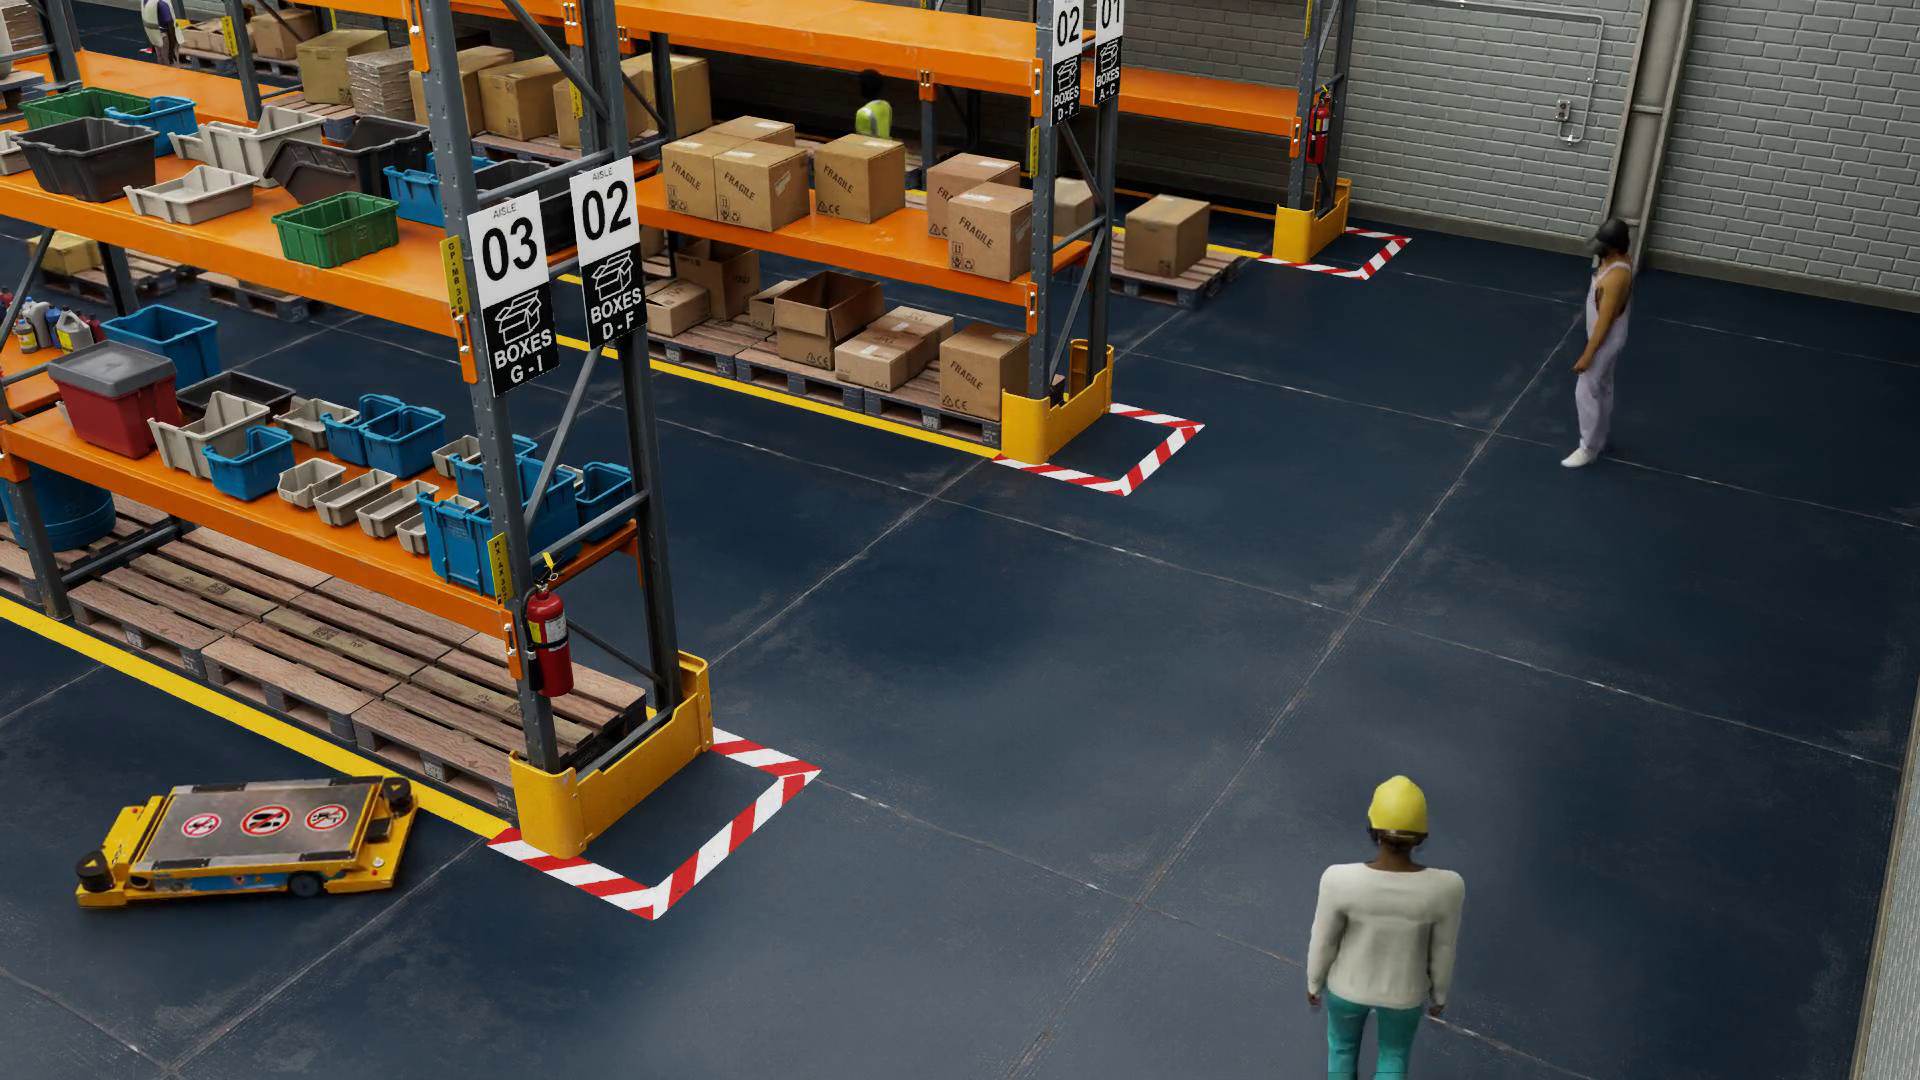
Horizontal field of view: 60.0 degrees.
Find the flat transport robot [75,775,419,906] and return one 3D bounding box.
[{"bbox_3d":[-3.414,1.450,8.031,1.431,0.231,0.659,-2,29,-4],"label":"flat transport robot"}]

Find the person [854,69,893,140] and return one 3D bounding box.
[{"bbox_3d":[-0.863,-3.553,15.550,0.634,1.669,0.550,16,33,26],"label":"person"}]

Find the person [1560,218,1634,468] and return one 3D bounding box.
[{"bbox_3d":[4.466,-1.415,11.590,0.406,1.816,0.724,13,31,21],"label":"person"}]

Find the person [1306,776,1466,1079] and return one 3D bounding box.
[{"bbox_3d":[1.537,1.654,6.134,0.530,1.746,0.517,5,29,8],"label":"person"}]

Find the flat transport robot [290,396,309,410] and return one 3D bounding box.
[{"bbox_3d":[-4.935,-0.785,12.043,1.431,0.231,0.659,19,34,30],"label":"flat transport robot"}]

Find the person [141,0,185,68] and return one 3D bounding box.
[{"bbox_3d":[-9.211,-5.723,19.292,0.394,1.837,0.563,-22,36,-34],"label":"person"}]
